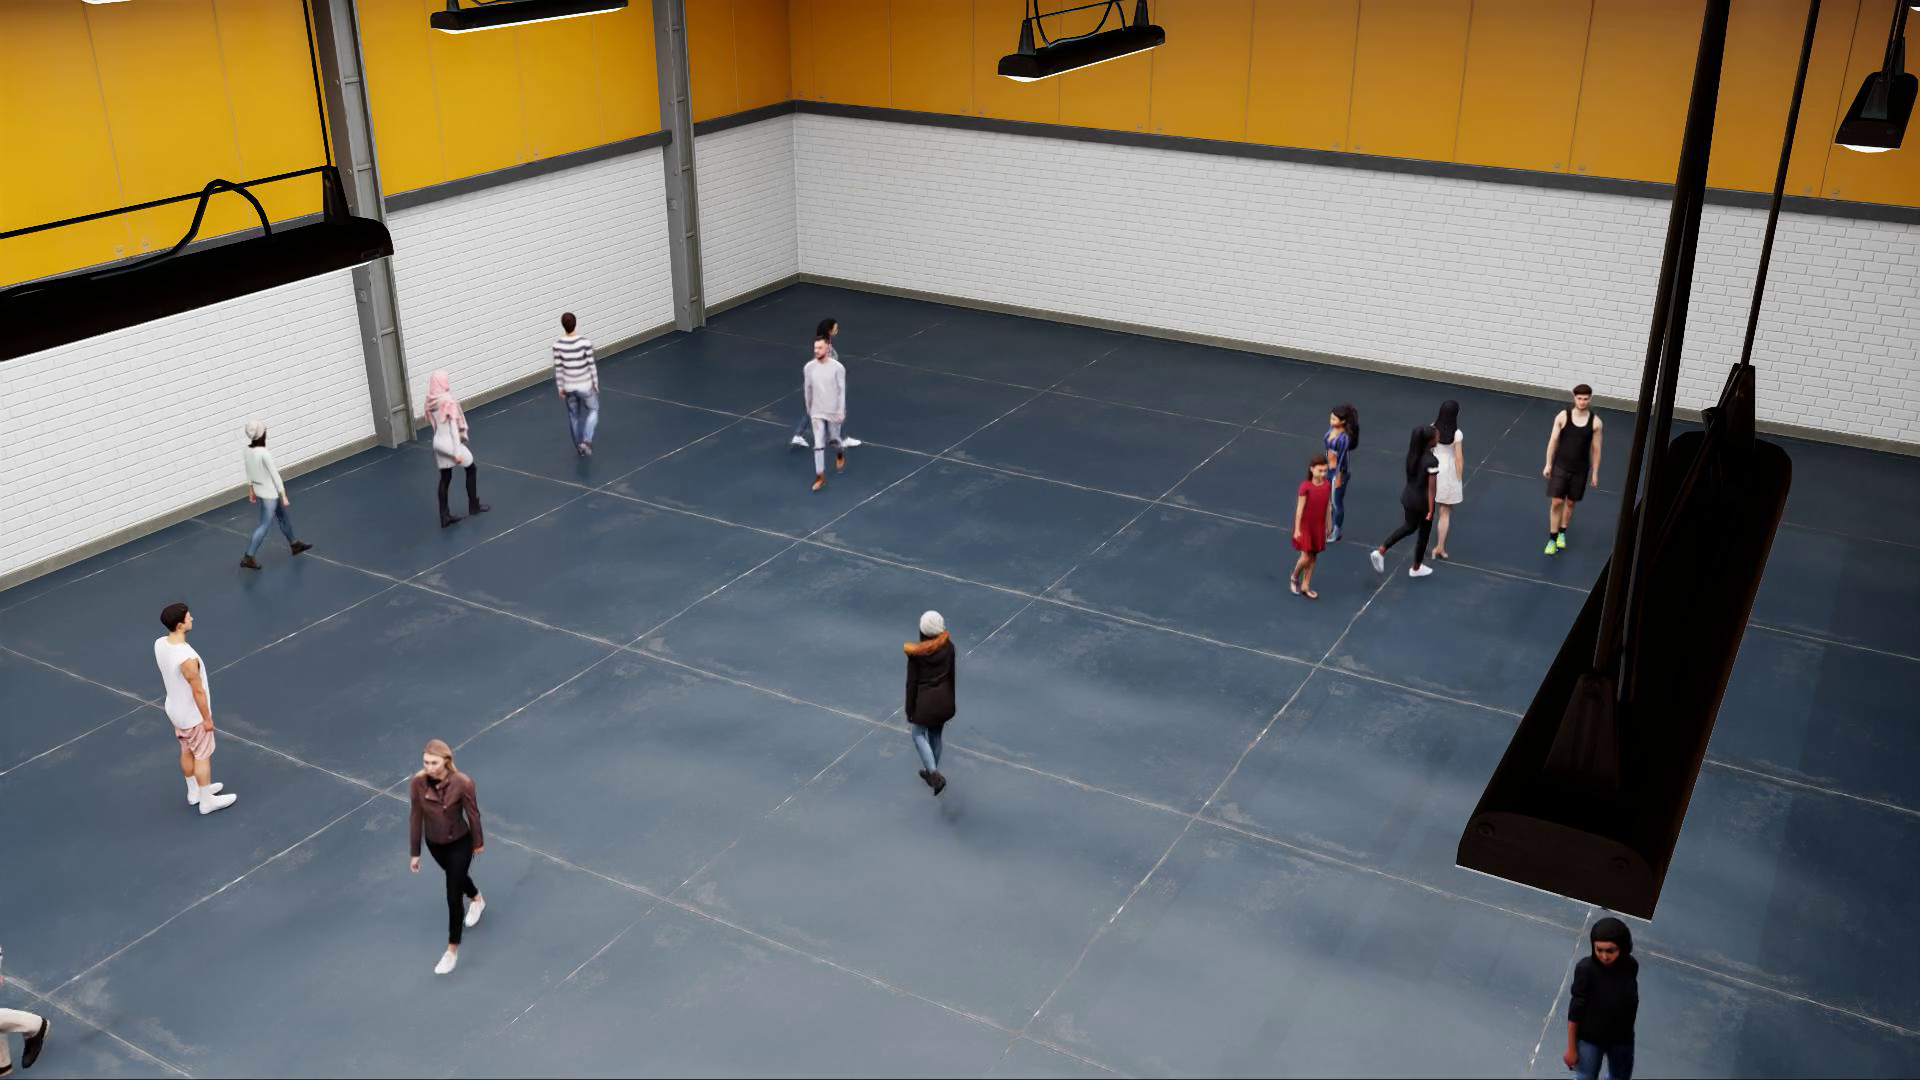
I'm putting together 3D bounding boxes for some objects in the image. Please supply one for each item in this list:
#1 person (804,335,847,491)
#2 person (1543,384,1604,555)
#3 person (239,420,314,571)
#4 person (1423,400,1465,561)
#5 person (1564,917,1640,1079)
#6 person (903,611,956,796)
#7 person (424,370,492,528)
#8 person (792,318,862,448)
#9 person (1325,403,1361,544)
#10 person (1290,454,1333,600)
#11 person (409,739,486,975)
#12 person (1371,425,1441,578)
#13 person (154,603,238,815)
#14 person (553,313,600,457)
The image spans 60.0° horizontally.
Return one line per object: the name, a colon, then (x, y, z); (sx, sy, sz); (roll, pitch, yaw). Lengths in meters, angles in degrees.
person: (-1.561, -1.549, 19.758); (0.891, 1.816, 1.136); (5, 24, 12)
person: (6.611, -0.809, 17.991); (0.823, 1.876, 0.932); (7, 25, 15)
person: (-7.356, -0.450, 17.504); (0.628, 1.608, 1.116); (15, 28, 31)
person: (5.137, -0.650, 17.755); (0.707, 1.773, 0.706); (20, 31, 39)
person: (3.766, 2.899, 9.763); (0.883, 1.672, 0.919); (-10, 25, -21)
person: (-0.210, 1.336, 13.402); (0.903, 1.621, 0.927); (-11, 26, -23)
person: (-5.761, -0.988, 18.515); (0.663, 1.783, 0.854); (14, 27, 29)
person: (-1.748, -1.917, 20.747); (1.214, 1.698, 1.093); (-10, 26, -22)
person: (4.171, -0.731, 18.145); (0.790, 1.609, 0.743); (-8, 25, -18)
person: (3.556, -0.174, 16.953); (0.700, 1.544, 0.754); (-9, 25, -21)
person: (-3.537, 2.093, 11.627); (0.893, 1.655, 1.192); (3, 24, 8)
person: (4.664, -0.361, 17.175); (1.078, 1.708, 0.949); (-11, 26, -23)
person: (-6.137, 1.334, 13.202); (0.647, 1.784, 0.601); (17, 29, 34)
person: (-4.707, -1.865, 20.454); (0.895, 1.838, 0.982); (-1, 24, -3)
